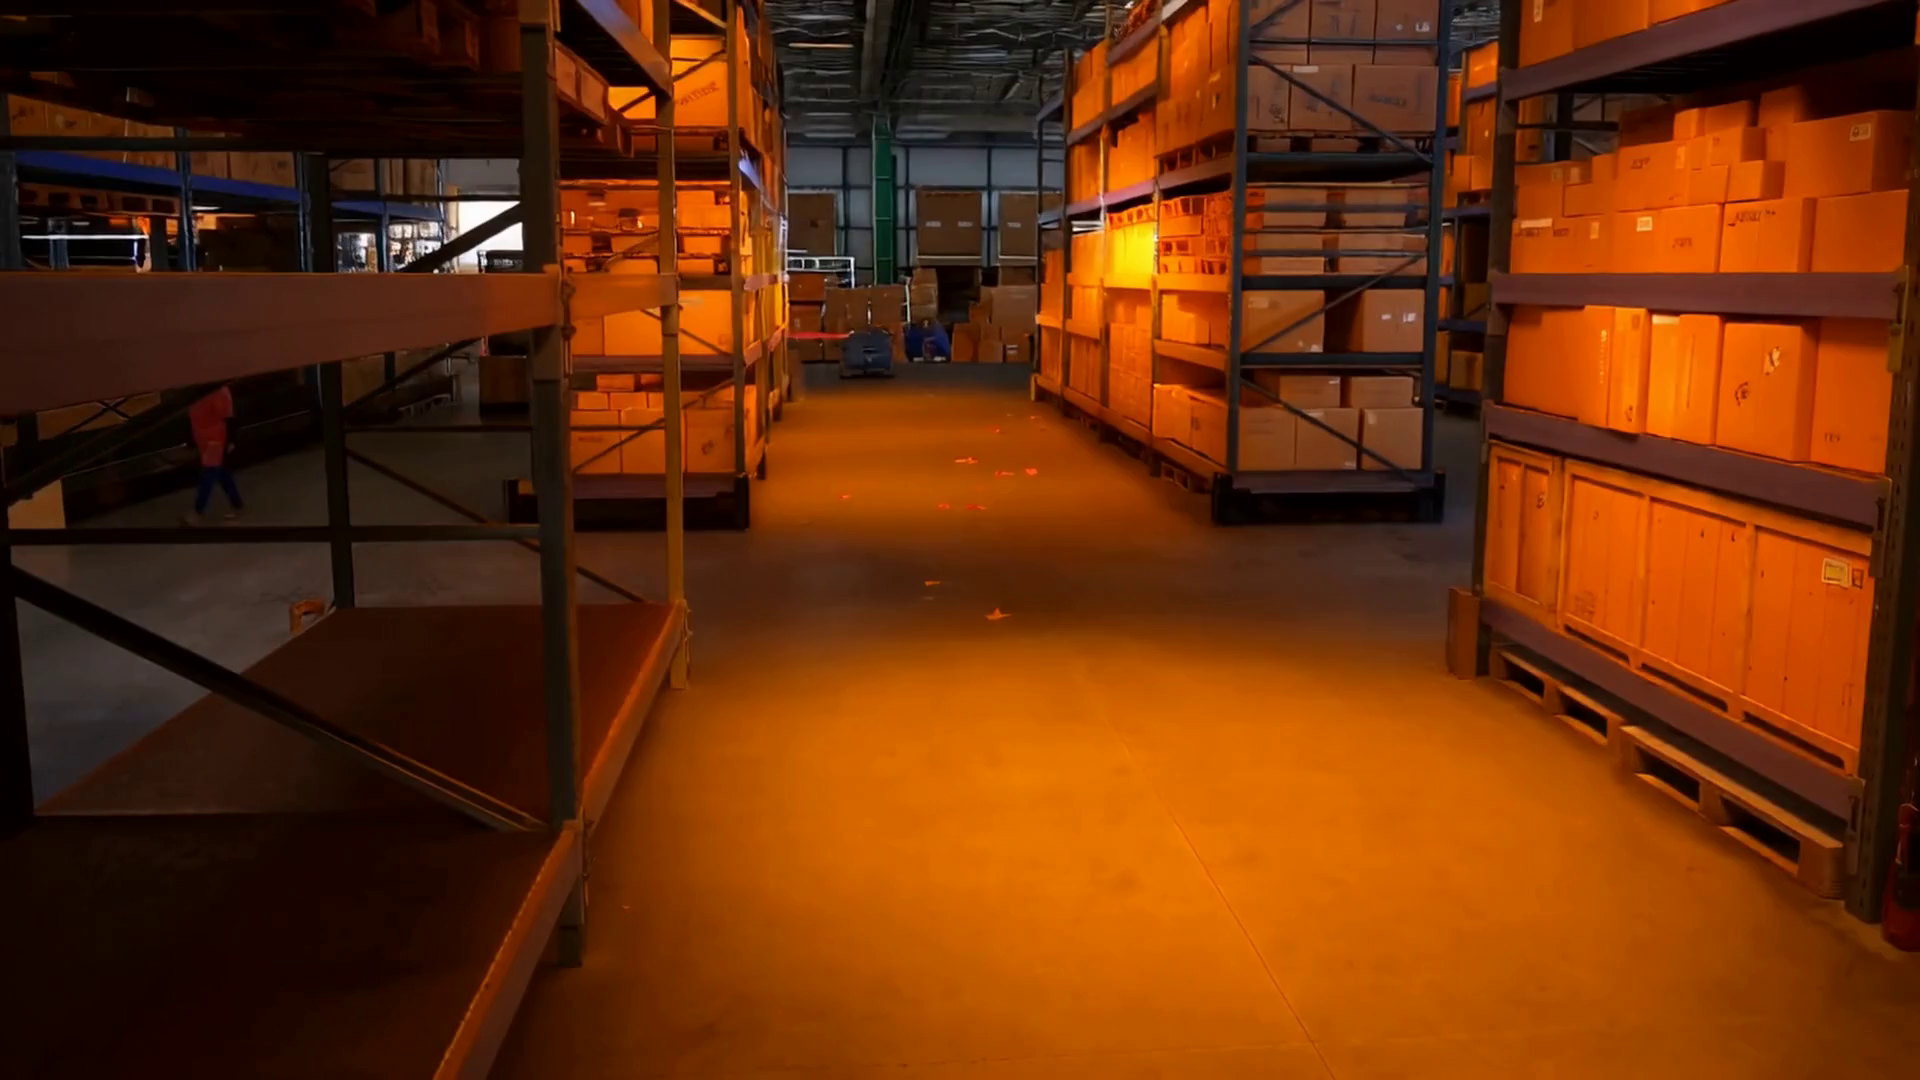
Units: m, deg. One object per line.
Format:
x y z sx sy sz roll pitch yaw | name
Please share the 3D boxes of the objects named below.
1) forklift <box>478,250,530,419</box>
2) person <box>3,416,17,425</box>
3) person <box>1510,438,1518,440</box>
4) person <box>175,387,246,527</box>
-7.444 -3.489 28.036 1.129 2.768 1.873 -1 9 -4 | forklift
-15.536 -2.721 26.381 0.556 1.885 1.017 4 10 22 | person
3.755 -0.240 10.723 0.619 1.892 0.660 -1 9 -3 | person
-7.203 -0.949 15.929 0.548 1.650 0.862 5 10 27 | person
